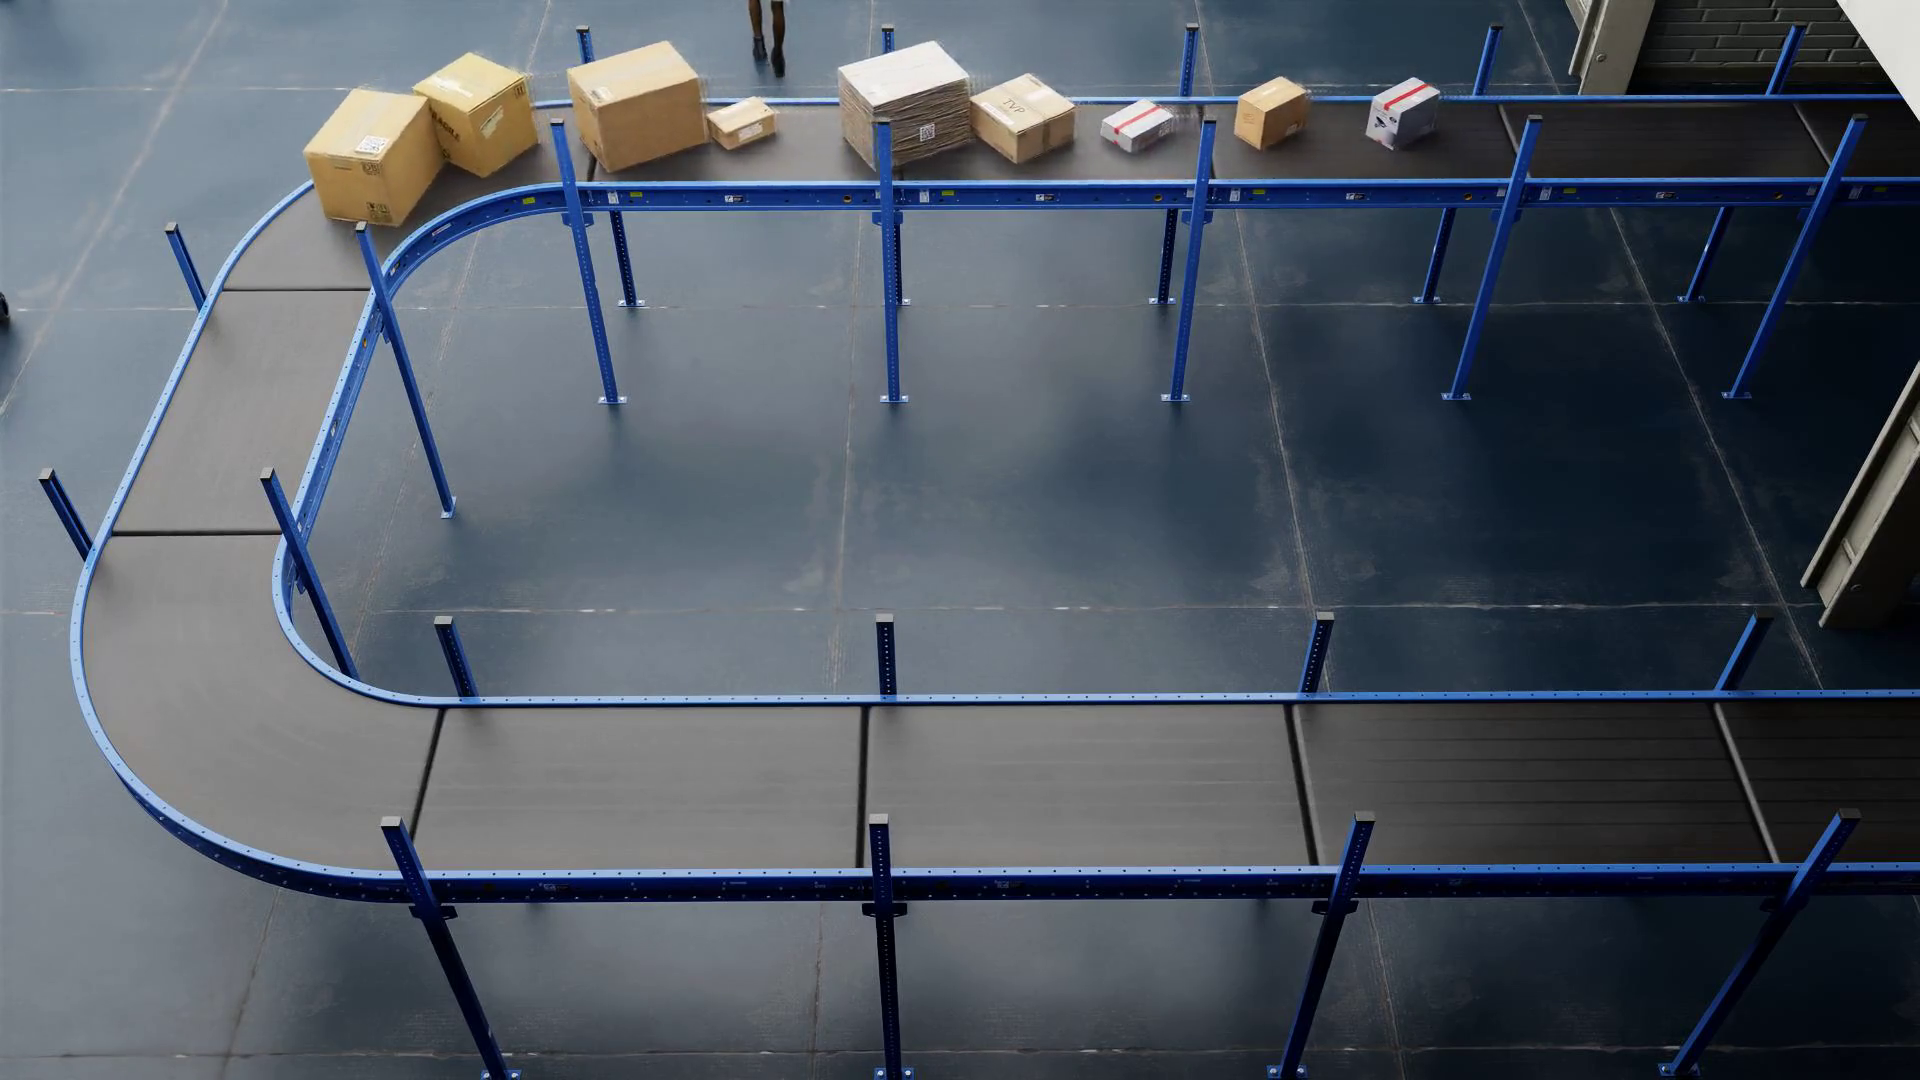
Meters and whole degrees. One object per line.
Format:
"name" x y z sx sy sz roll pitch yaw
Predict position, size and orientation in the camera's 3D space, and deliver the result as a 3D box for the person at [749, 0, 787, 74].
"person" -1.641 -4.943 14.586 0.557 1.914 0.641 -5 47 -4
